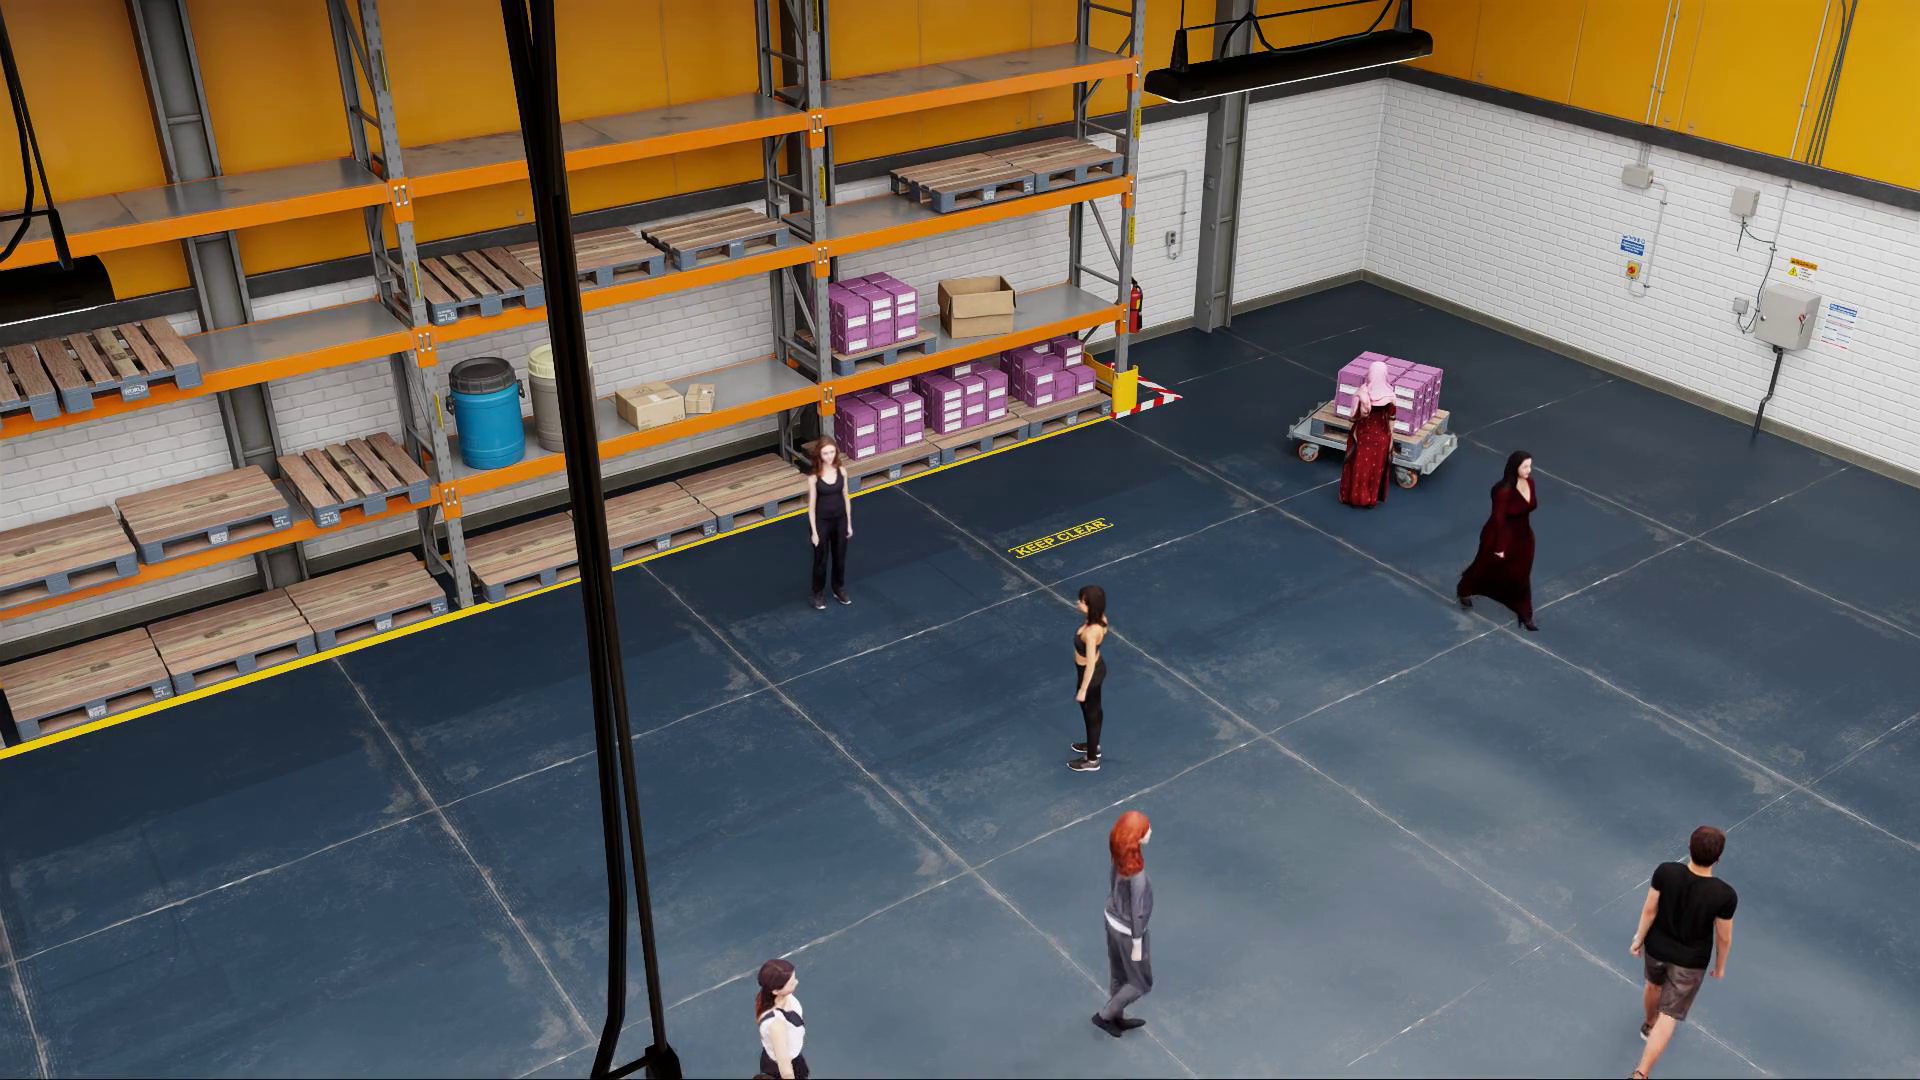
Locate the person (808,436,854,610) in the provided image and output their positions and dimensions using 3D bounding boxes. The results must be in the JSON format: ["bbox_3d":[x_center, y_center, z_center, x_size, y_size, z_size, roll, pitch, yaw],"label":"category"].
[{"bbox_3d":[-1.218,-0.181,15.368,0.466,1.742,0.638,-16,32,-27],"label":"person"}]

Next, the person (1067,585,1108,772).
[{"bbox_3d":[1.043,1.079,13.161,0.682,1.643,0.611,7,29,12],"label":"person"}]

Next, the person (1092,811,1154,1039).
[{"bbox_3d":[0.977,2.470,10.478,0.732,1.772,0.710,-7,29,-13],"label":"person"}]

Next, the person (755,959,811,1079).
[{"bbox_3d":[-1.101,3.051,9.558,0.788,1.632,0.695,-7,29,-13],"label":"person"}]

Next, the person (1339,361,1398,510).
[{"bbox_3d":[4.229,-1.086,17.135,0.761,1.638,0.818,5,29,10],"label":"person"}]

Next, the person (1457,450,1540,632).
[{"bbox_3d":[4.882,-0.030,15.129,1.049,1.705,0.733,-18,33,-29],"label":"person"}]

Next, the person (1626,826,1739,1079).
[{"bbox_3d":[4.363,2.582,10.203,0.903,1.838,1.269,22,36,35],"label":"person"}]
